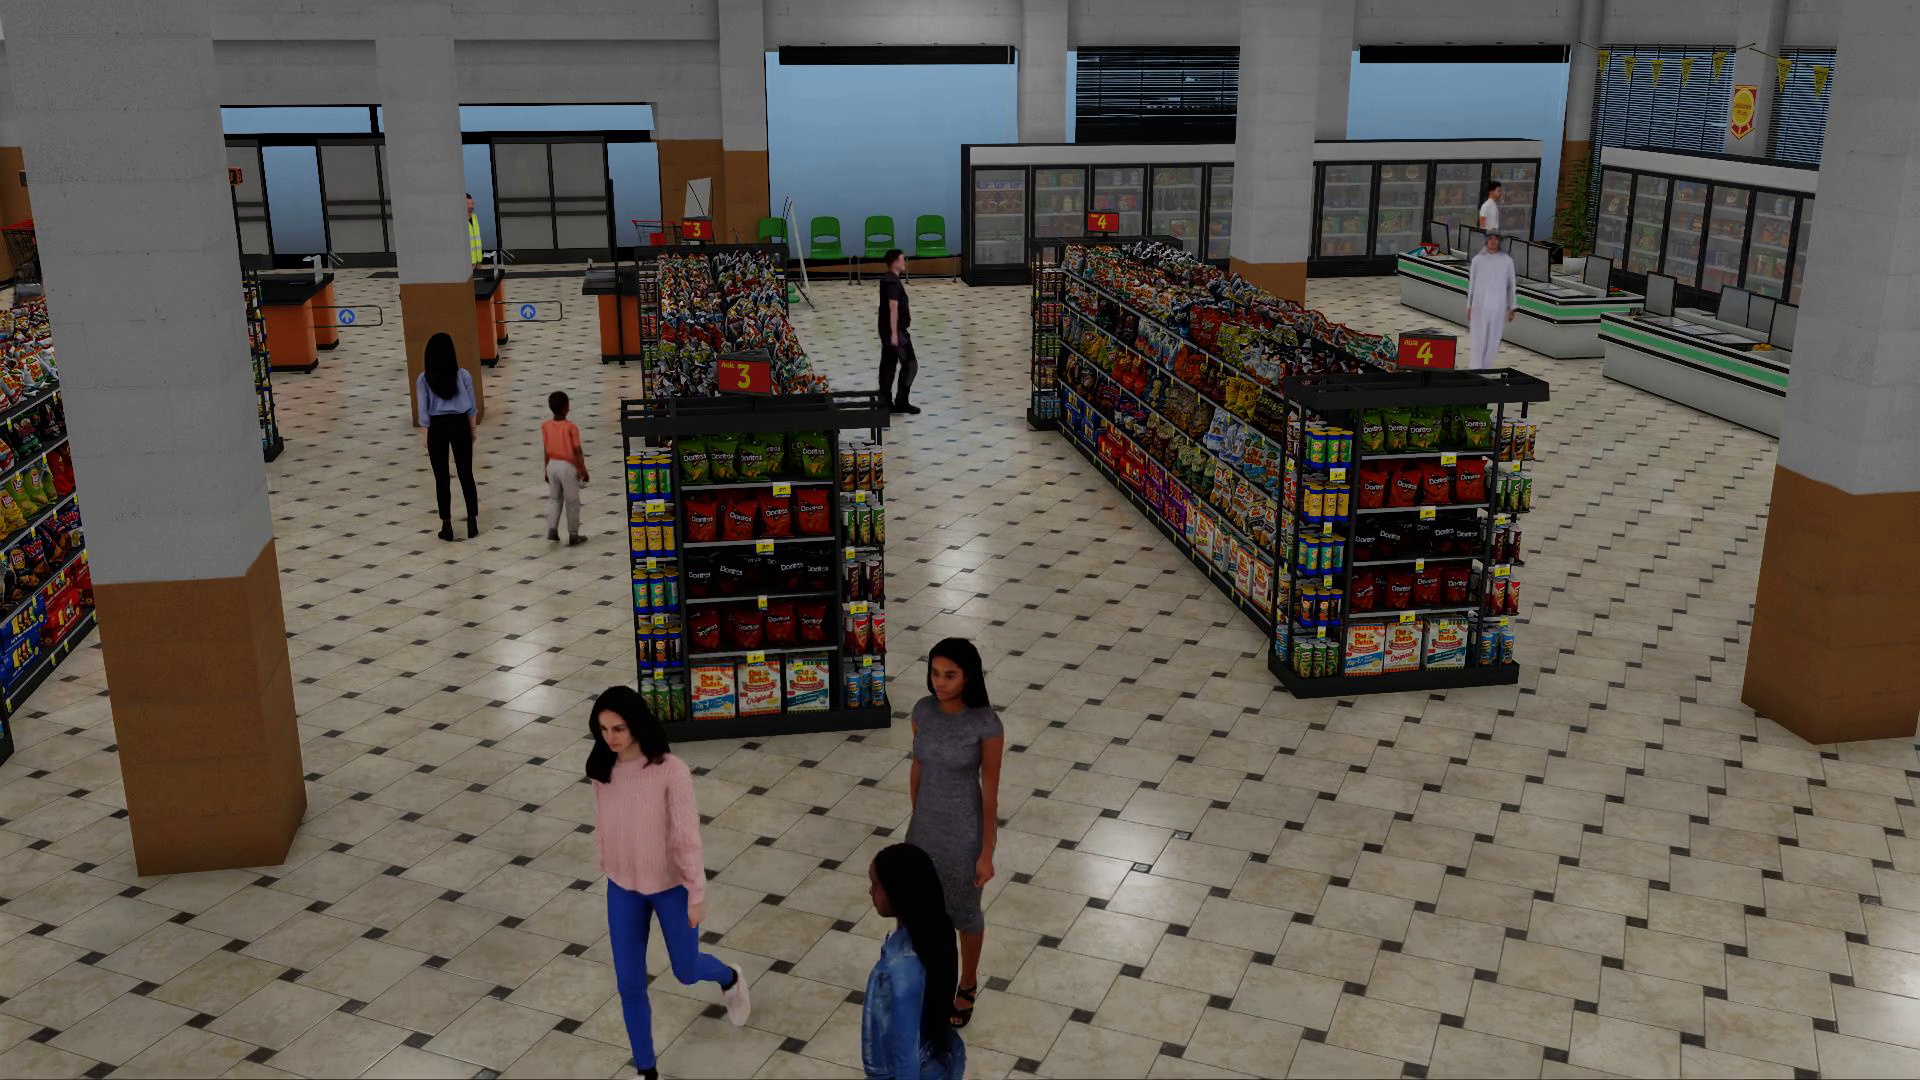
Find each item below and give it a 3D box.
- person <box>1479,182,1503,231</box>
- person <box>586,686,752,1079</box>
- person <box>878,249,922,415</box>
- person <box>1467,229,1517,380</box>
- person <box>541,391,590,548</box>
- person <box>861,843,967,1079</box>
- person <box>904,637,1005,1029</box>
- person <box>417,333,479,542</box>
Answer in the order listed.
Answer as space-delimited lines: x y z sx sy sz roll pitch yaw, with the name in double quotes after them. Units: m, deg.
8.365 -4.792 26.617 0.949 1.838 0.883 9 19 28 "person"
-1.153 1.356 6.546 1.032 1.736 1.195 5 18 17 "person"
-0.811 -2.280 18.346 0.796 1.837 0.592 -3 17 -9 "person"
6.265 -2.707 19.684 1.035 1.877 1.366 4 17 12 "person"
-3.267 -0.567 13.614 0.619 1.308 0.682 6 18 20 "person"
-0.051 1.763 5.266 0.810 1.702 0.735 2 17 8 "person"
0.017 1.220 6.940 0.758 1.767 0.816 8 19 25 "person"
-4.247 -0.860 13.831 0.711 1.744 0.669 -9 19 -27 "person"
